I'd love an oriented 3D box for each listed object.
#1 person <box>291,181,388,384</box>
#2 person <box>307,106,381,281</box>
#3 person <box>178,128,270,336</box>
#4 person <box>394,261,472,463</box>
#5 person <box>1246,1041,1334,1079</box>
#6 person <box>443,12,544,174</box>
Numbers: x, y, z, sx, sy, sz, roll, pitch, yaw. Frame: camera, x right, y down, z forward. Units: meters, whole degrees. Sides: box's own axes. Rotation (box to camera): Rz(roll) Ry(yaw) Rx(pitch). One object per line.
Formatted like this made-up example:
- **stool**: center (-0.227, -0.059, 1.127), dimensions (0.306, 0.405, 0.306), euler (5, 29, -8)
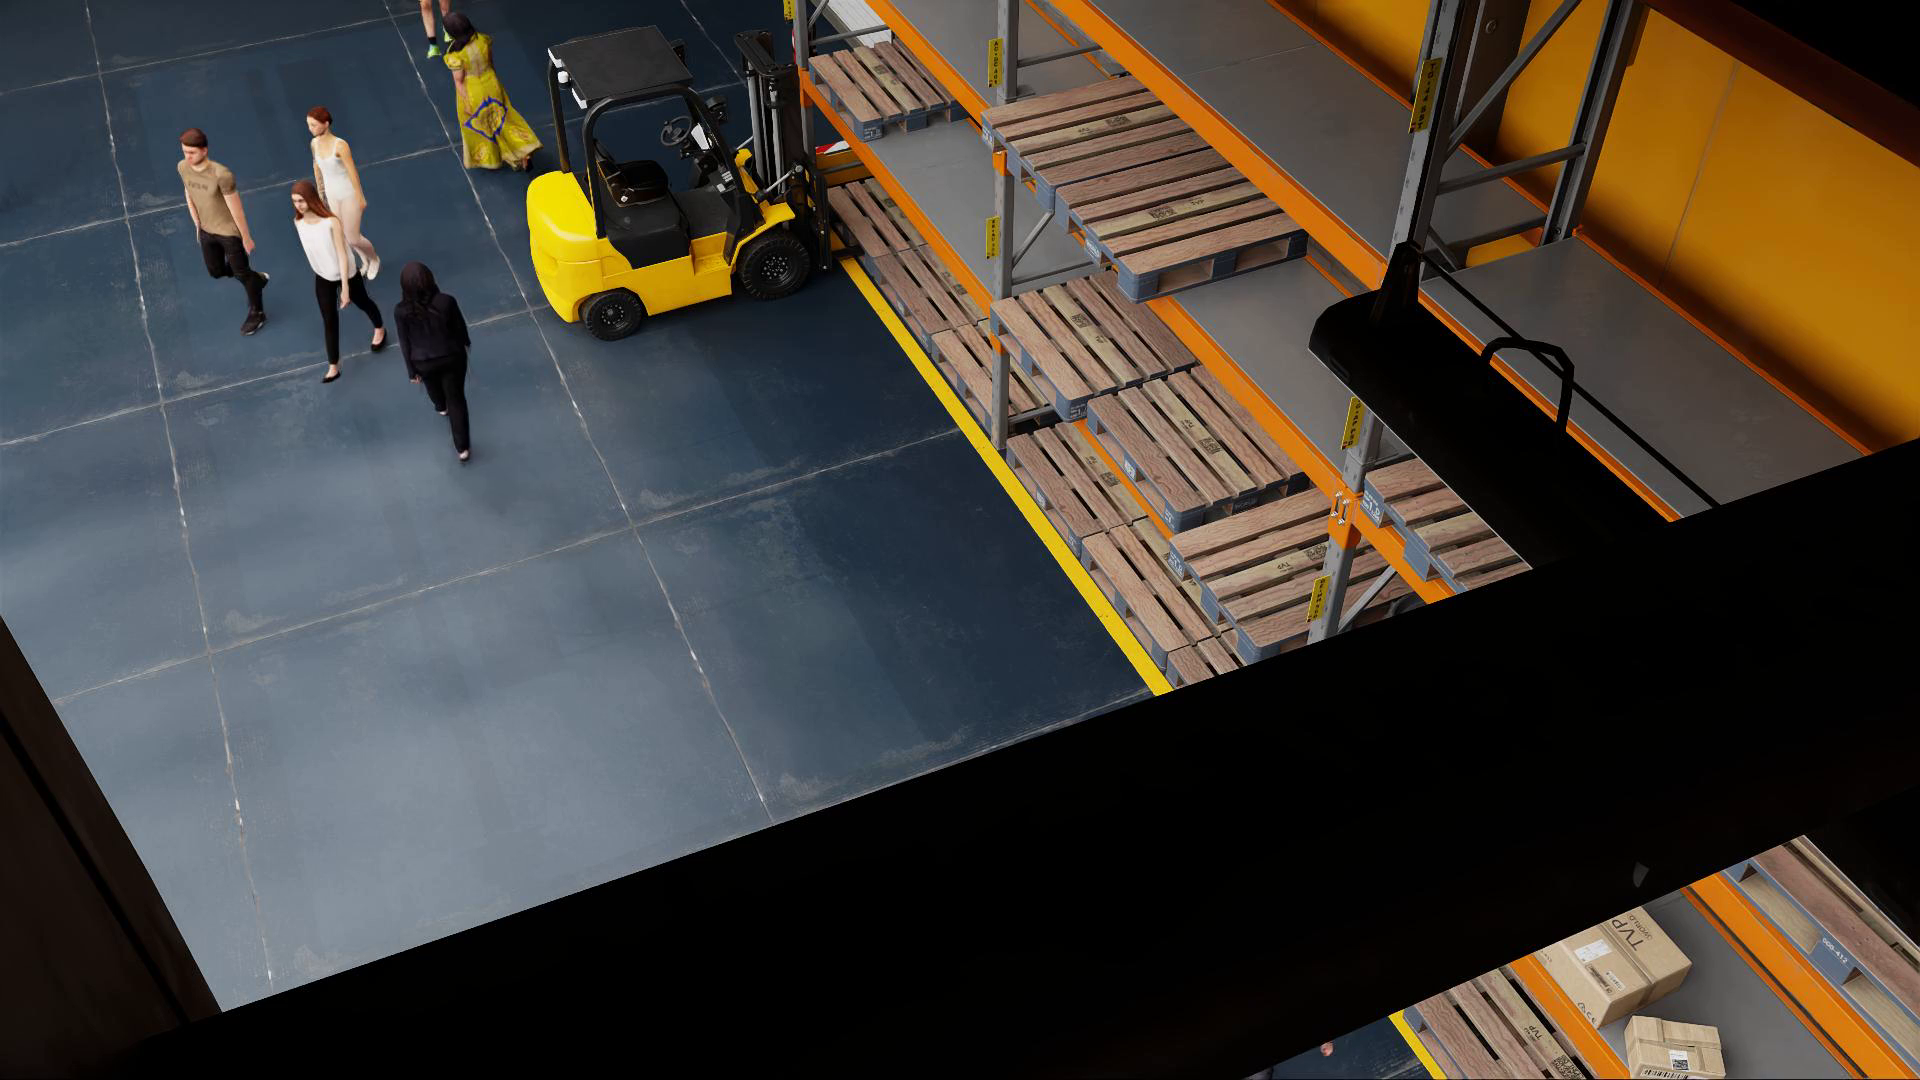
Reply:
- **person**: center (-4.897, -2.138, 13.217), dimensions (0.977, 1.675, 1.151), euler (5, 44, 6)
- **person**: center (-5.169, -2.953, 14.102), dimensions (0.662, 1.634, 0.735), euler (18, 46, 18)
- **person**: center (-5.946, -2.568, 13.549), dimensions (0.901, 1.840, 0.961), euler (14, 45, 14)
- **person**: center (-3.870, -1.291, 12.406), dimensions (0.696, 1.566, 1.070), euler (-15, 46, -15)
- **person**: center (1.570, 2.347, 8.461), dimensions (0.677, 1.741, 0.935), euler (-15, 46, -15)
- **person**: center (-4.350, -4.040, 15.249), dimensions (1.179, 1.626, 1.000), euler (30, 51, 28)
